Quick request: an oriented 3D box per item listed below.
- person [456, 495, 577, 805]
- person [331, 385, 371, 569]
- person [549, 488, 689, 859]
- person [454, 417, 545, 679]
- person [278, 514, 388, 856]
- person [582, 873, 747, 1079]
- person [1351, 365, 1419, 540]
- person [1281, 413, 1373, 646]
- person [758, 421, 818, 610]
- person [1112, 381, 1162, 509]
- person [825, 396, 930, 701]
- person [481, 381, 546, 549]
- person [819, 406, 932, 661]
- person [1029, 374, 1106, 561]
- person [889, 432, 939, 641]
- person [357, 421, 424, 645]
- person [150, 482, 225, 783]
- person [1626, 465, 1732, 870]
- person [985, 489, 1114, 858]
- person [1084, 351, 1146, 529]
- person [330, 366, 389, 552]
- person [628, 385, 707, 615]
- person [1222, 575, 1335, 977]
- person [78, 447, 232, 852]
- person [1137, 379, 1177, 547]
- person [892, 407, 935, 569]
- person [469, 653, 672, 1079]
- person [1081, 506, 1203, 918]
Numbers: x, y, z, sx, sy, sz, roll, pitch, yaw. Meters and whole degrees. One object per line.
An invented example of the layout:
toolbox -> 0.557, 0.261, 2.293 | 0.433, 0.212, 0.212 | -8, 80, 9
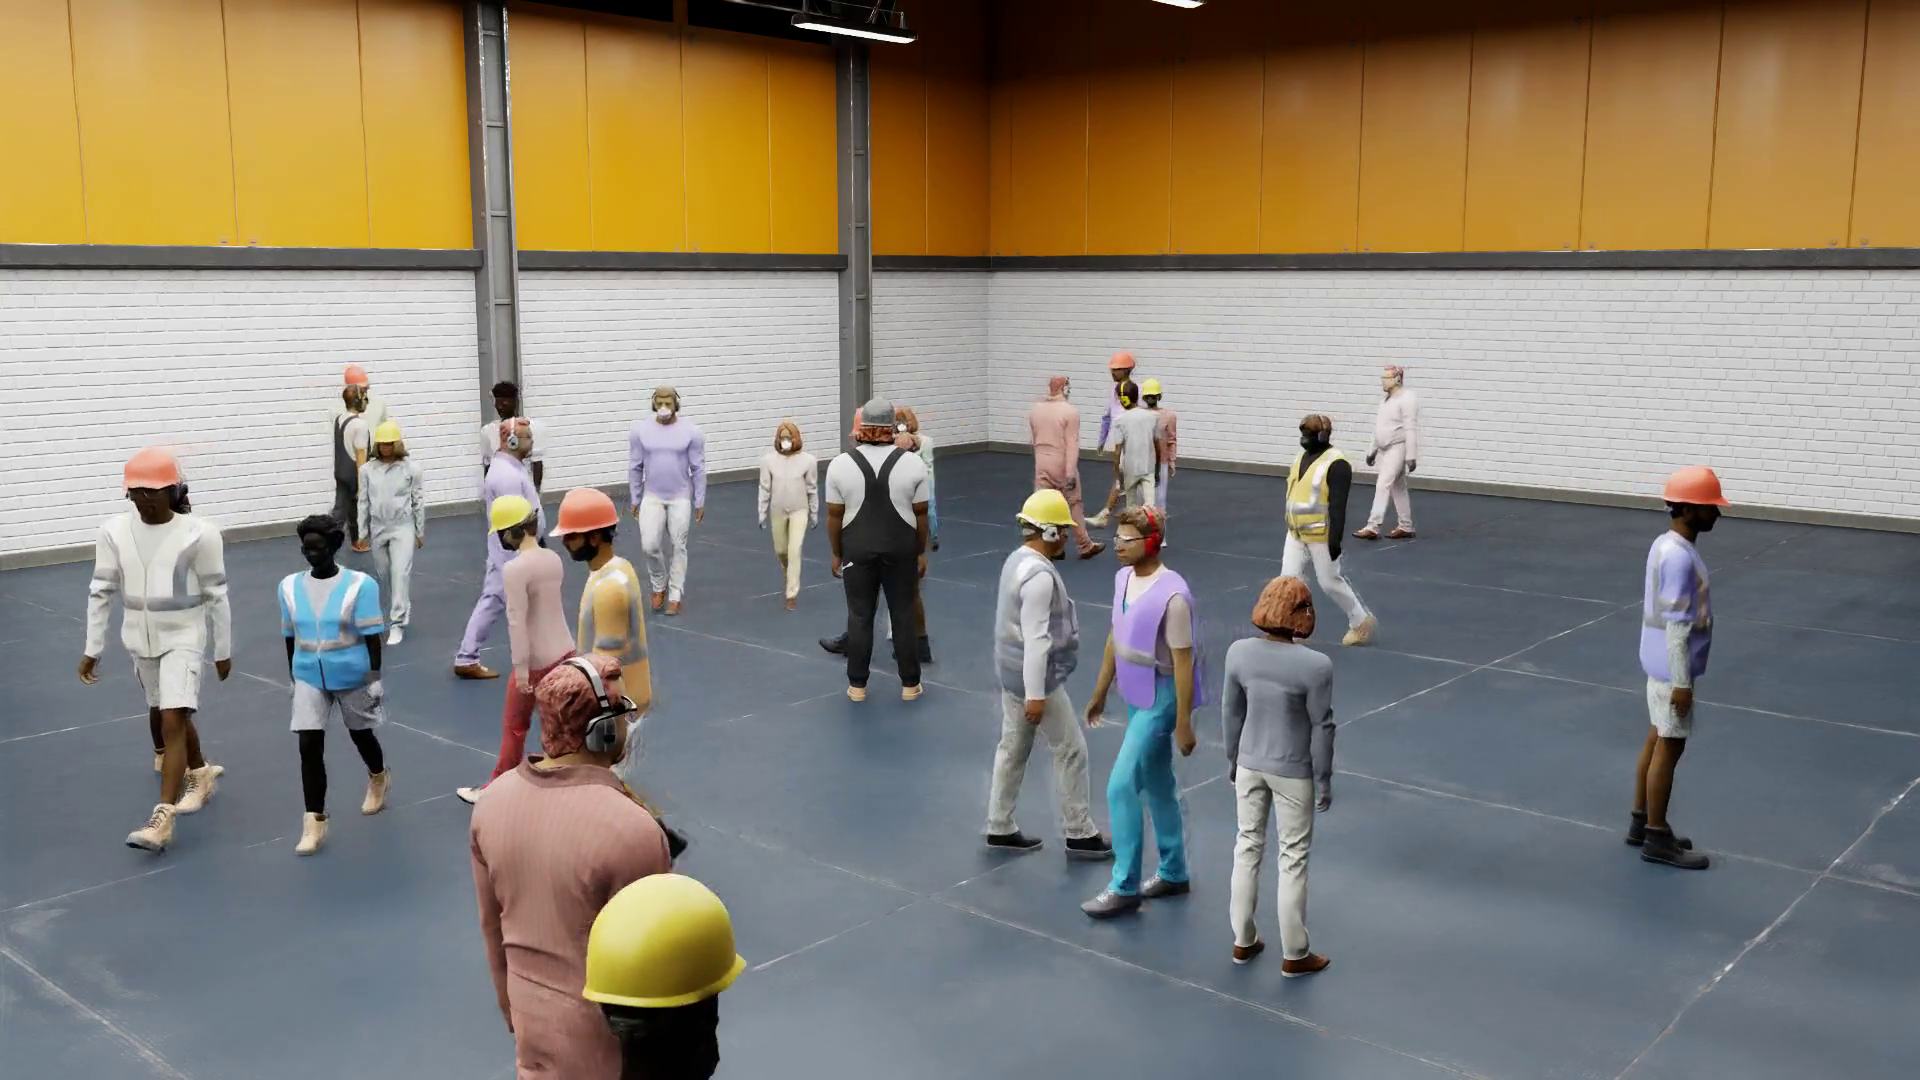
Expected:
person -> -2.230, 0.618, 8.605 | 0.879, 1.697, 0.535 | 3, 10, 21
person -> -5.794, -0.589, 15.931 | 0.537, 1.797, 0.964 | 7, 11, 36
person -> -1.547, 0.712, 7.381 | 0.493, 1.914, 0.566 | -2, 9, -13
person -> -3.106, 0.064, 11.661 | 1.019, 1.853, 0.656 | -2, 9, -10
person -> -3.143, 0.672, 8.414 | 0.529, 1.665, 0.827 | 0, 9, 0
person -> -0.455, 1.467, 2.637 | 0.609, 1.910, 0.416 | 5, 10, 28
person -> 4.505, -0.925, 17.767 | 0.862, 1.873, 0.680 | -1, 9, -9
person -> 2.734, -0.060, 12.558 | 0.875, 1.811, 0.630 | -4, 10, -24
person -> -1.470, -0.243, 14.359 | 0.503, 1.596, 0.778 | 1, 9, 5
person -> 1.746, -0.641, 16.184 | 0.552, 1.818, 0.895 | -1, 9, -5
person -> -0.542, 0.056, 11.108 | 0.681, 2.000, 0.536 | 0, 9, -1
person -> -3.932, -0.453, 14.718 | 0.608, 1.923, 1.028 | 1, 9, 7
person -> -0.603, -0.042, 12.194 | 0.922, 1.881, 0.580 | 2, 9, 15
person -> 1.015, -0.707, 16.448 | 0.894, 1.856, 0.657 | -9, 13, -44
person -> -0.380, -0.042, 13.073 | 0.535, 1.605, 0.761 | 6, 11, 32
person -> -4.450, -0.091, 13.079 | 0.487, 1.716, 0.847 | 0, 9, -3
person -> -4.414, 0.508, 9.341 | 0.536, 1.696, 0.321 | 8, 12, 42
person -> 3.474, 0.599, 8.019 | 0.363, 1.936, 0.549 | 3, 9, 17
person -> 0.480, 0.656, 8.083 | 0.784, 1.797, 0.603 | -1, 9, -9
person -> 1.826, -1.129, 18.738 | 1.075, 1.982, 0.637 | -5, 11, -31
person -> -6.044, -0.803, 16.860 | 0.640, 1.924, 0.838 | -7, 11, -37
person -> -2.432, -0.325, 13.844 | 0.652, 1.928, 0.435 | -1, 9, -4
person -> 1.292, 0.949, 6.770 | 0.501, 1.633, 0.281 | 8, 12, 42
person -> -4.032, 0.520, 8.389 | 0.629, 1.986, 1.069 | 1, 9, 4
person -> 1.988, -0.797, 17.321 | 0.535, 1.767, 0.316 | 1, 9, 6
person -> -0.500, -0.430, 15.487 | 0.523, 1.614, 0.349 | 2, 9, 9
person -> -0.907, 1.225, 4.179 | 0.636, 1.911, 0.406 | 7, 11, 36
person -> 0.751, 0.753, 7.418 | 0.728, 1.817, 0.577 | -2, 9, -13
